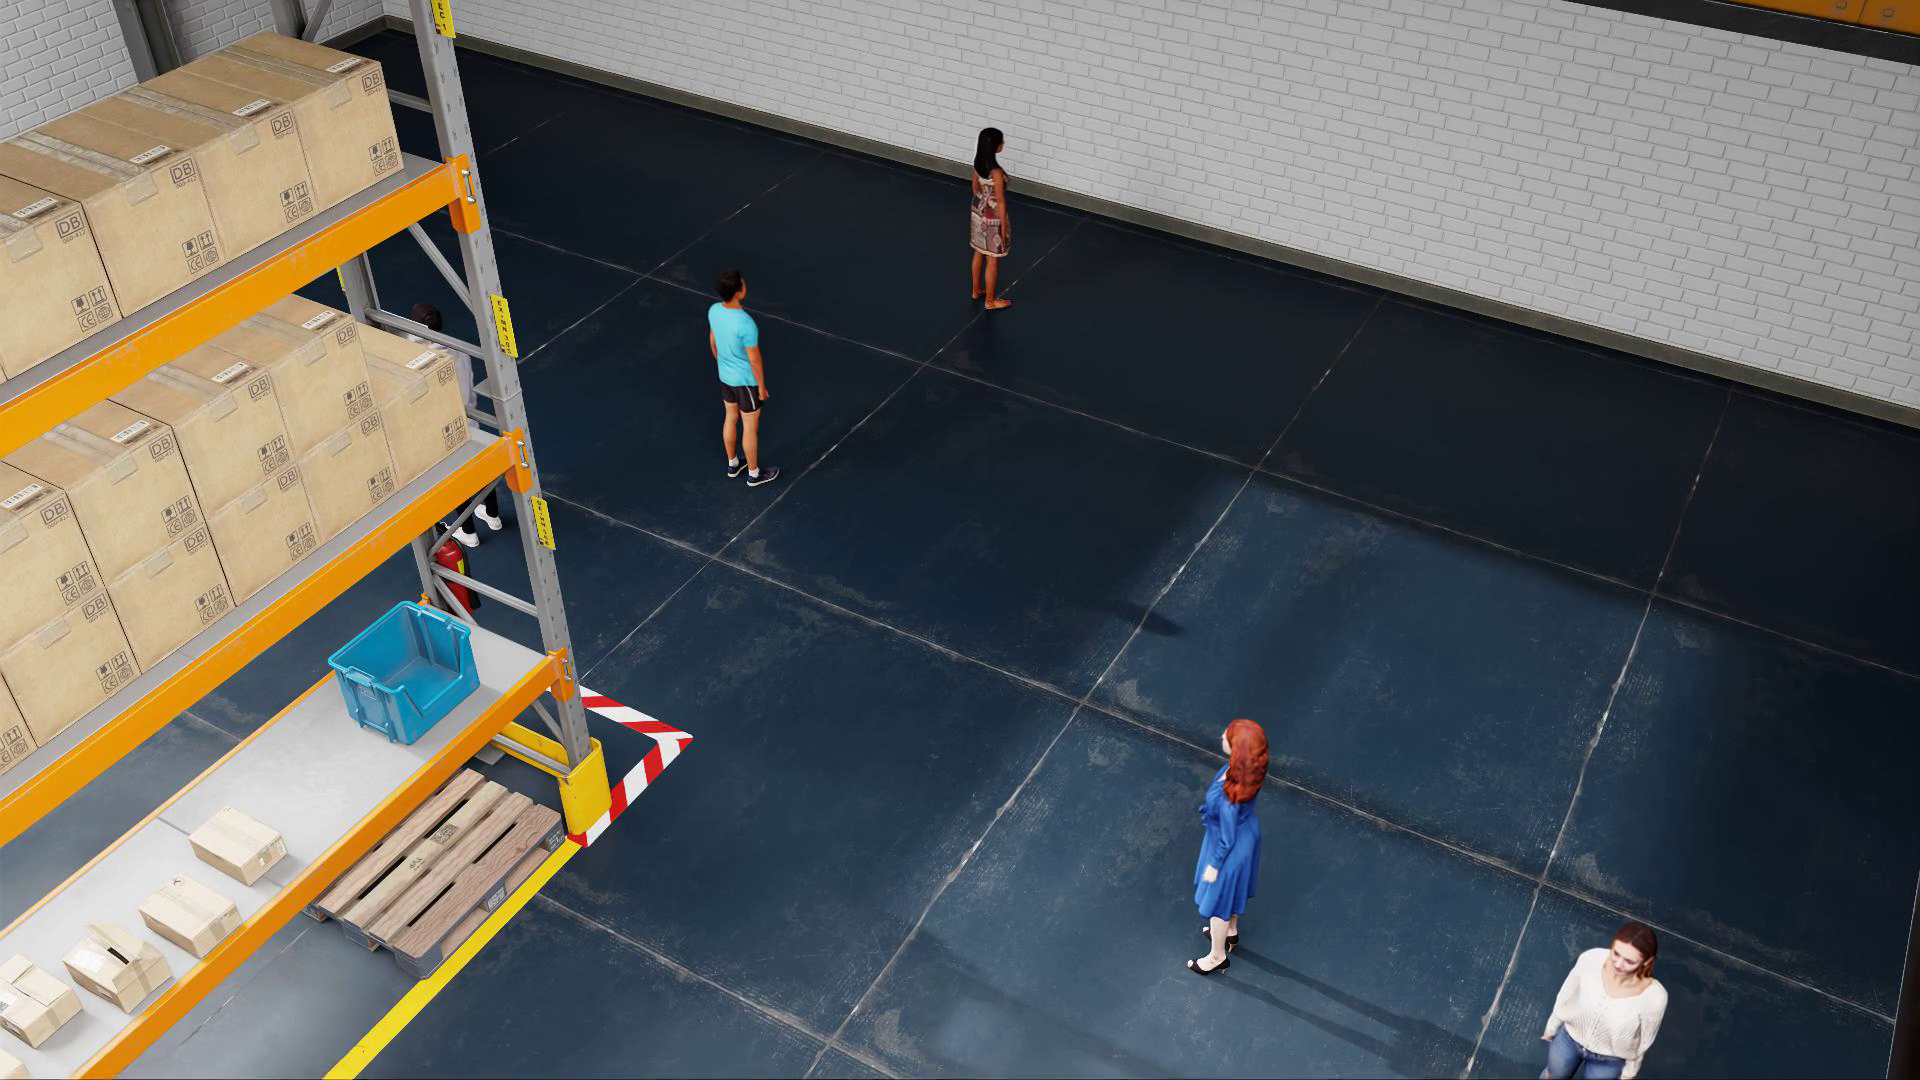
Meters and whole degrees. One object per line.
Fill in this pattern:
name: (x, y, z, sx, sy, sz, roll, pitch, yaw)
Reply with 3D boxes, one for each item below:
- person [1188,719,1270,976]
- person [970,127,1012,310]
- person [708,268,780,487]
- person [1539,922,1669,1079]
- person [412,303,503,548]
person: (1.416, 1.625, 8.729, 0.670, 1.828, 0.494, 19, 42, 22)
person: (0.250, -2.802, 14.421, 0.711, 1.645, 0.725, -20, 43, -23)
person: (-1.640, -1.201, 12.312, 0.656, 1.774, 0.563, 28, 46, 30)
person: (3.004, 2.385, 7.889, 0.664, 1.691, 0.623, 30, 48, 32)
person: (-3.561, -0.810, 11.698, 0.747, 1.930, 0.541, 23, 44, 26)
